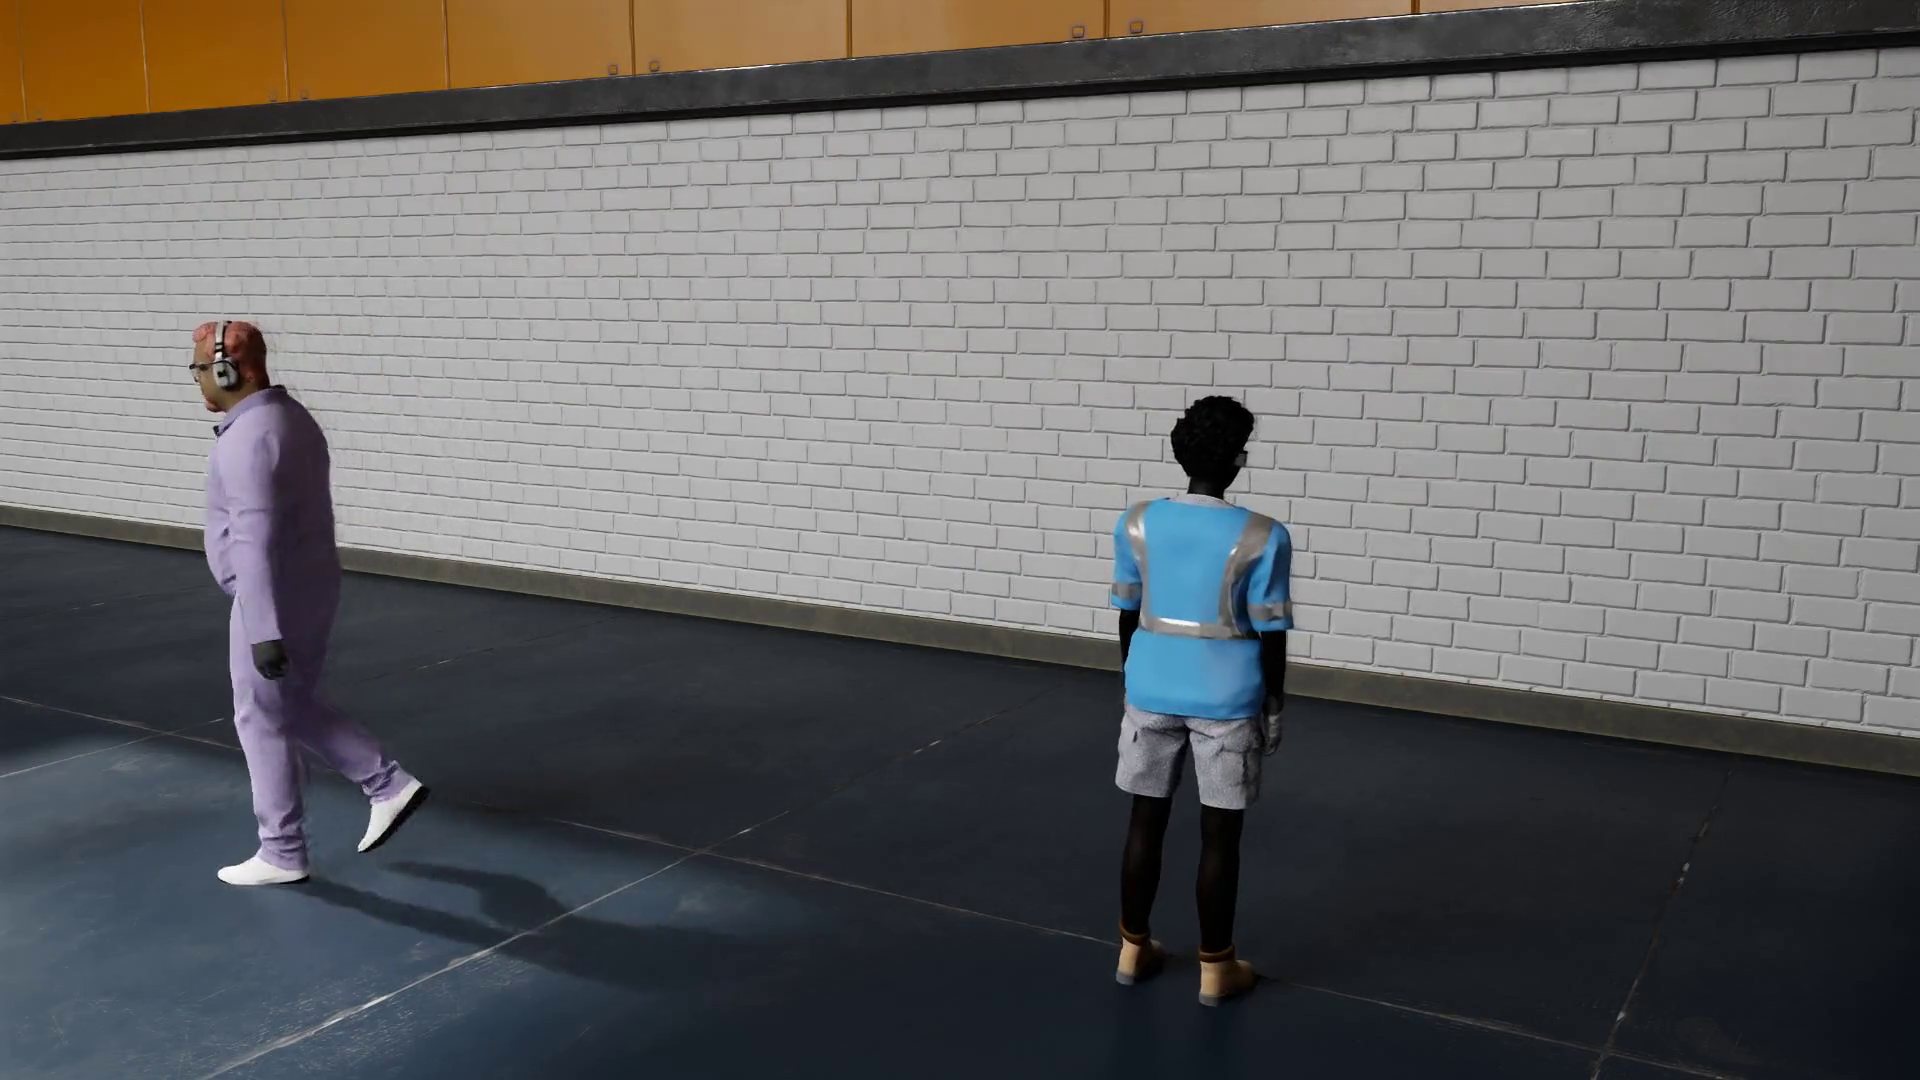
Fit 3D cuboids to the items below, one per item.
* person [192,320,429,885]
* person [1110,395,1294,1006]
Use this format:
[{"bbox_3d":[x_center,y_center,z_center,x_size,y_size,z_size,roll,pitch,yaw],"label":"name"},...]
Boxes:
[{"bbox_3d":[-2.182,0.211,5.513,0.591,1.878,0.674,0,9,-1],"label":"person"},{"bbox_3d":[0.660,0.448,4.618,0.538,1.694,0.320,5,11,30],"label":"person"}]
